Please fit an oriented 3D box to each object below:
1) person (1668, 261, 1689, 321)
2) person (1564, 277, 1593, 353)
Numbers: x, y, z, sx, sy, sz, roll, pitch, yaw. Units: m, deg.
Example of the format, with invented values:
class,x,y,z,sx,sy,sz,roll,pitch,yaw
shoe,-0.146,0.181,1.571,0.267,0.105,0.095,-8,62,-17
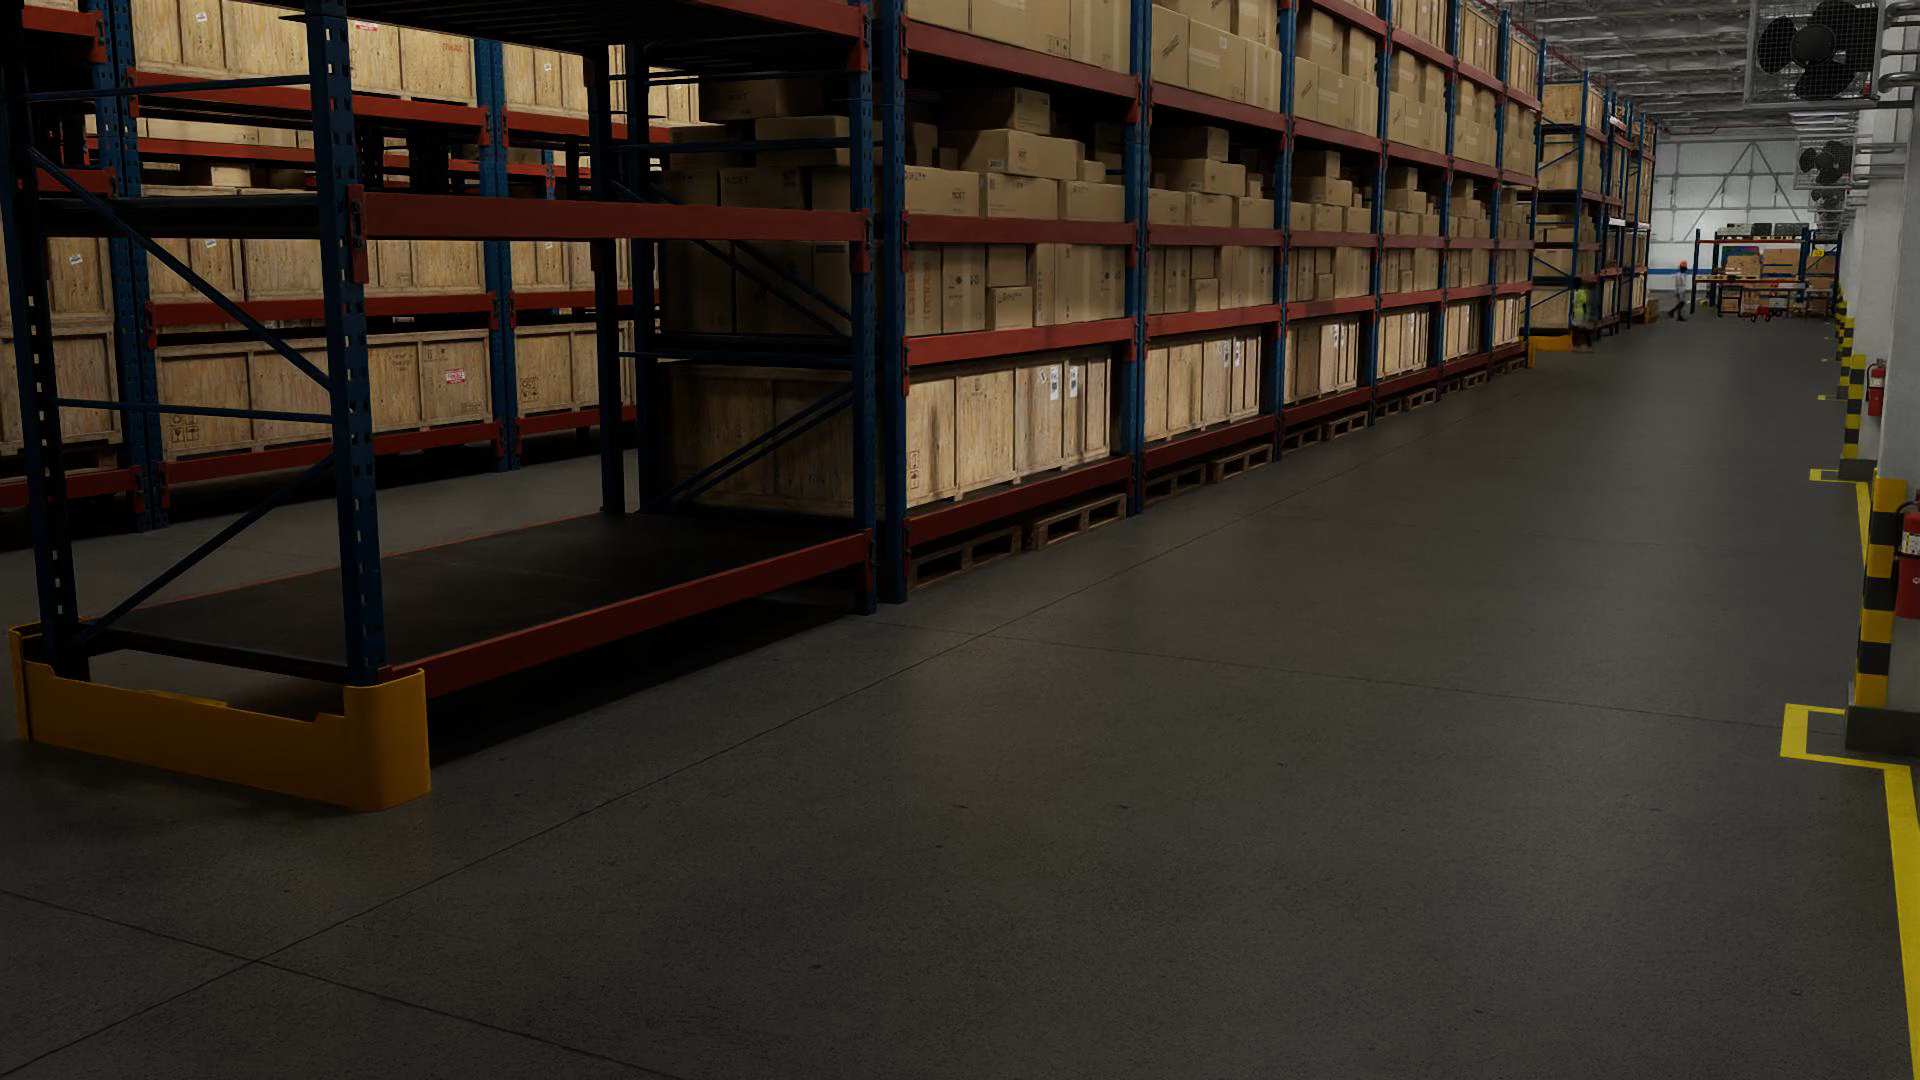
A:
class,x,y,z,sx,sy,sz,roll,pitch,yaw
person,22.962,-7.942,53.107,0.550,1.917,0.565,-8,13,-40
person,13.437,-4.868,36.073,0.707,1.643,0.547,3,10,15
